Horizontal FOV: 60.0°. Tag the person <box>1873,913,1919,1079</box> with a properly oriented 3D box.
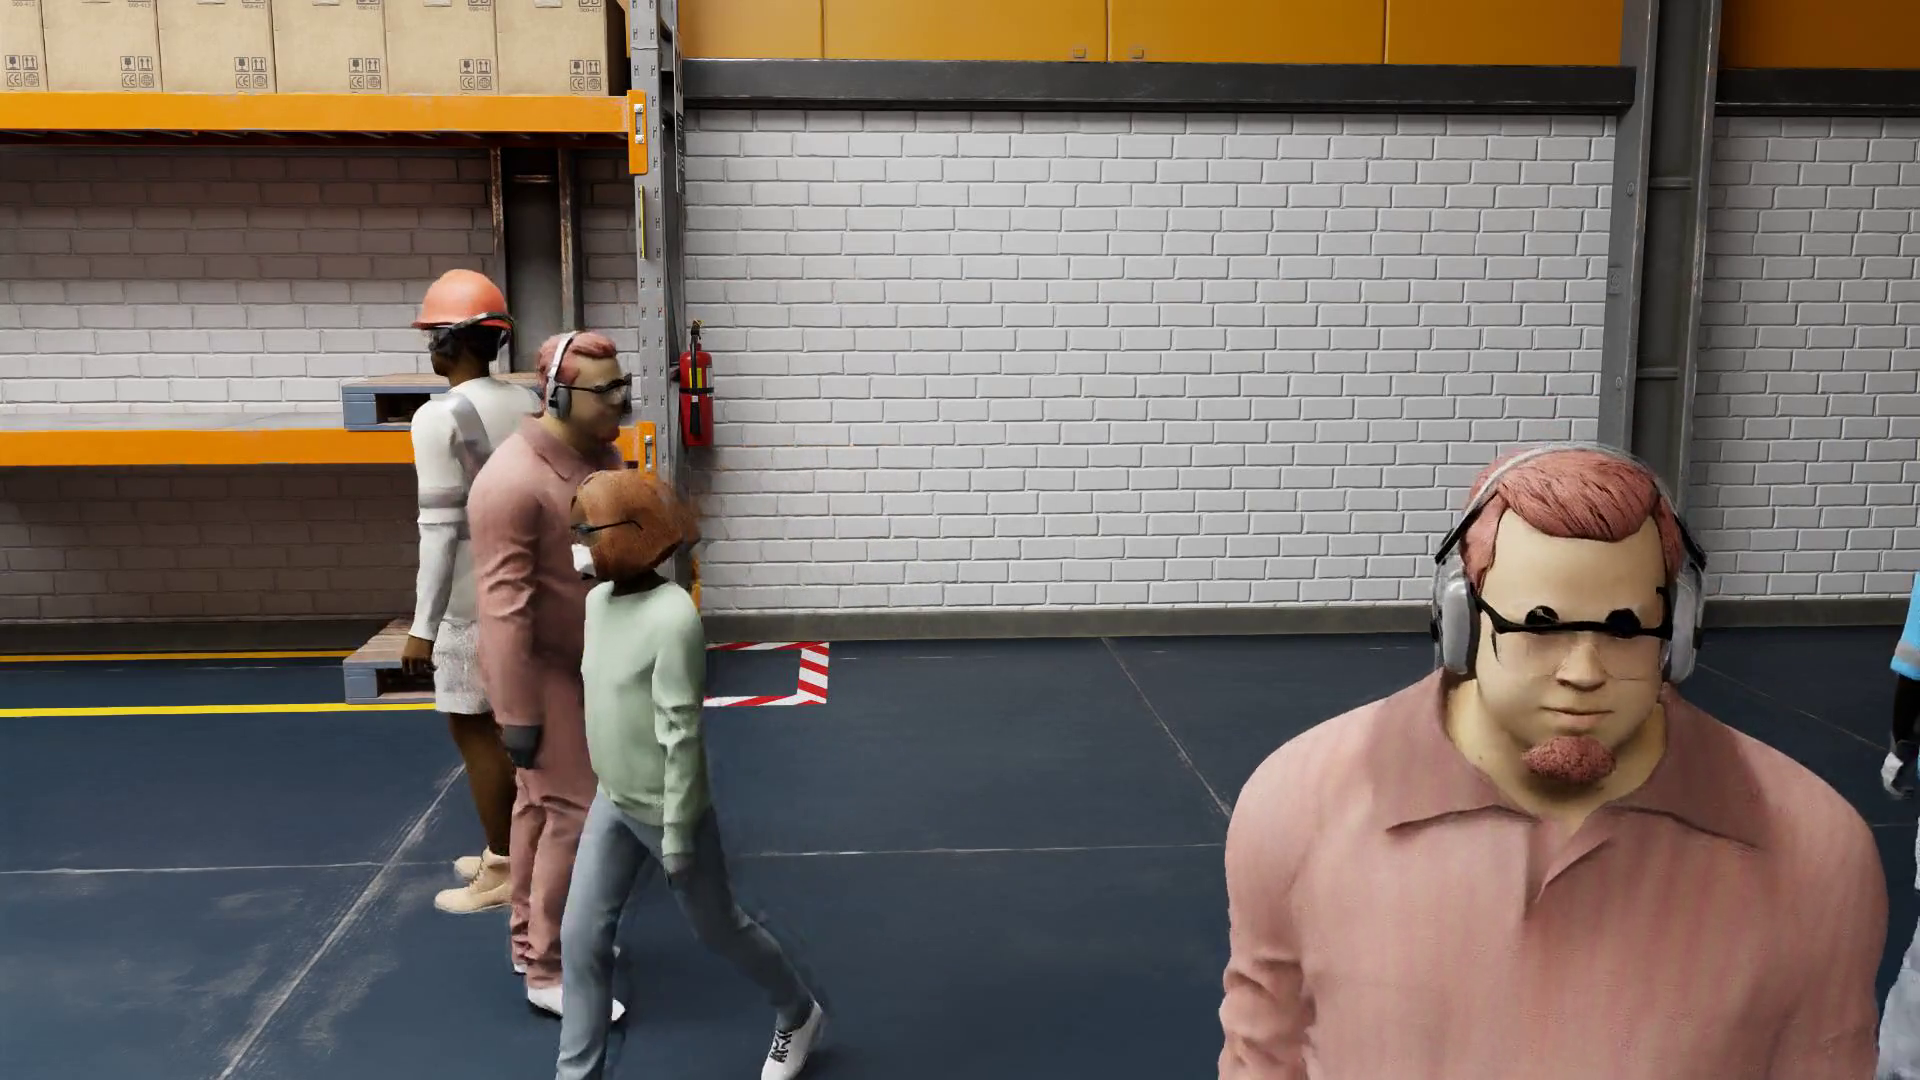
[{"bbox_3d":[1.300,0.891,2.071,0.378,1.615,0.512,0,9,3],"label":"person"}]

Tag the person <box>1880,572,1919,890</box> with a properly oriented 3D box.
[{"bbox_3d":[2.523,0.565,3.989,0.548,1.645,0.857,5,10,27],"label":"person"}]

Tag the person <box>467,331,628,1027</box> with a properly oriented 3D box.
[{"bbox_3d":[-1.081,0.374,4.539,0.540,1.875,0.644,2,9,13],"label":"person"}]

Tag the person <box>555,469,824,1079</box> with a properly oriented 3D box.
[{"bbox_3d":[-0.684,0.615,3.938,0.867,1.594,0.513,-8,12,-41],"label":"person"}]

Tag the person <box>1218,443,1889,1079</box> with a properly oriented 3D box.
[{"bbox_3d":[0.584,0.818,1.751,0.644,1.879,0.748,3,9,16],"label":"person"}]

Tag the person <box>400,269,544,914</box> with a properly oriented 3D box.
[{"bbox_3d":[-1.539,0.172,5.277,0.379,2.043,0.612,2,9,15],"label":"person"}]
